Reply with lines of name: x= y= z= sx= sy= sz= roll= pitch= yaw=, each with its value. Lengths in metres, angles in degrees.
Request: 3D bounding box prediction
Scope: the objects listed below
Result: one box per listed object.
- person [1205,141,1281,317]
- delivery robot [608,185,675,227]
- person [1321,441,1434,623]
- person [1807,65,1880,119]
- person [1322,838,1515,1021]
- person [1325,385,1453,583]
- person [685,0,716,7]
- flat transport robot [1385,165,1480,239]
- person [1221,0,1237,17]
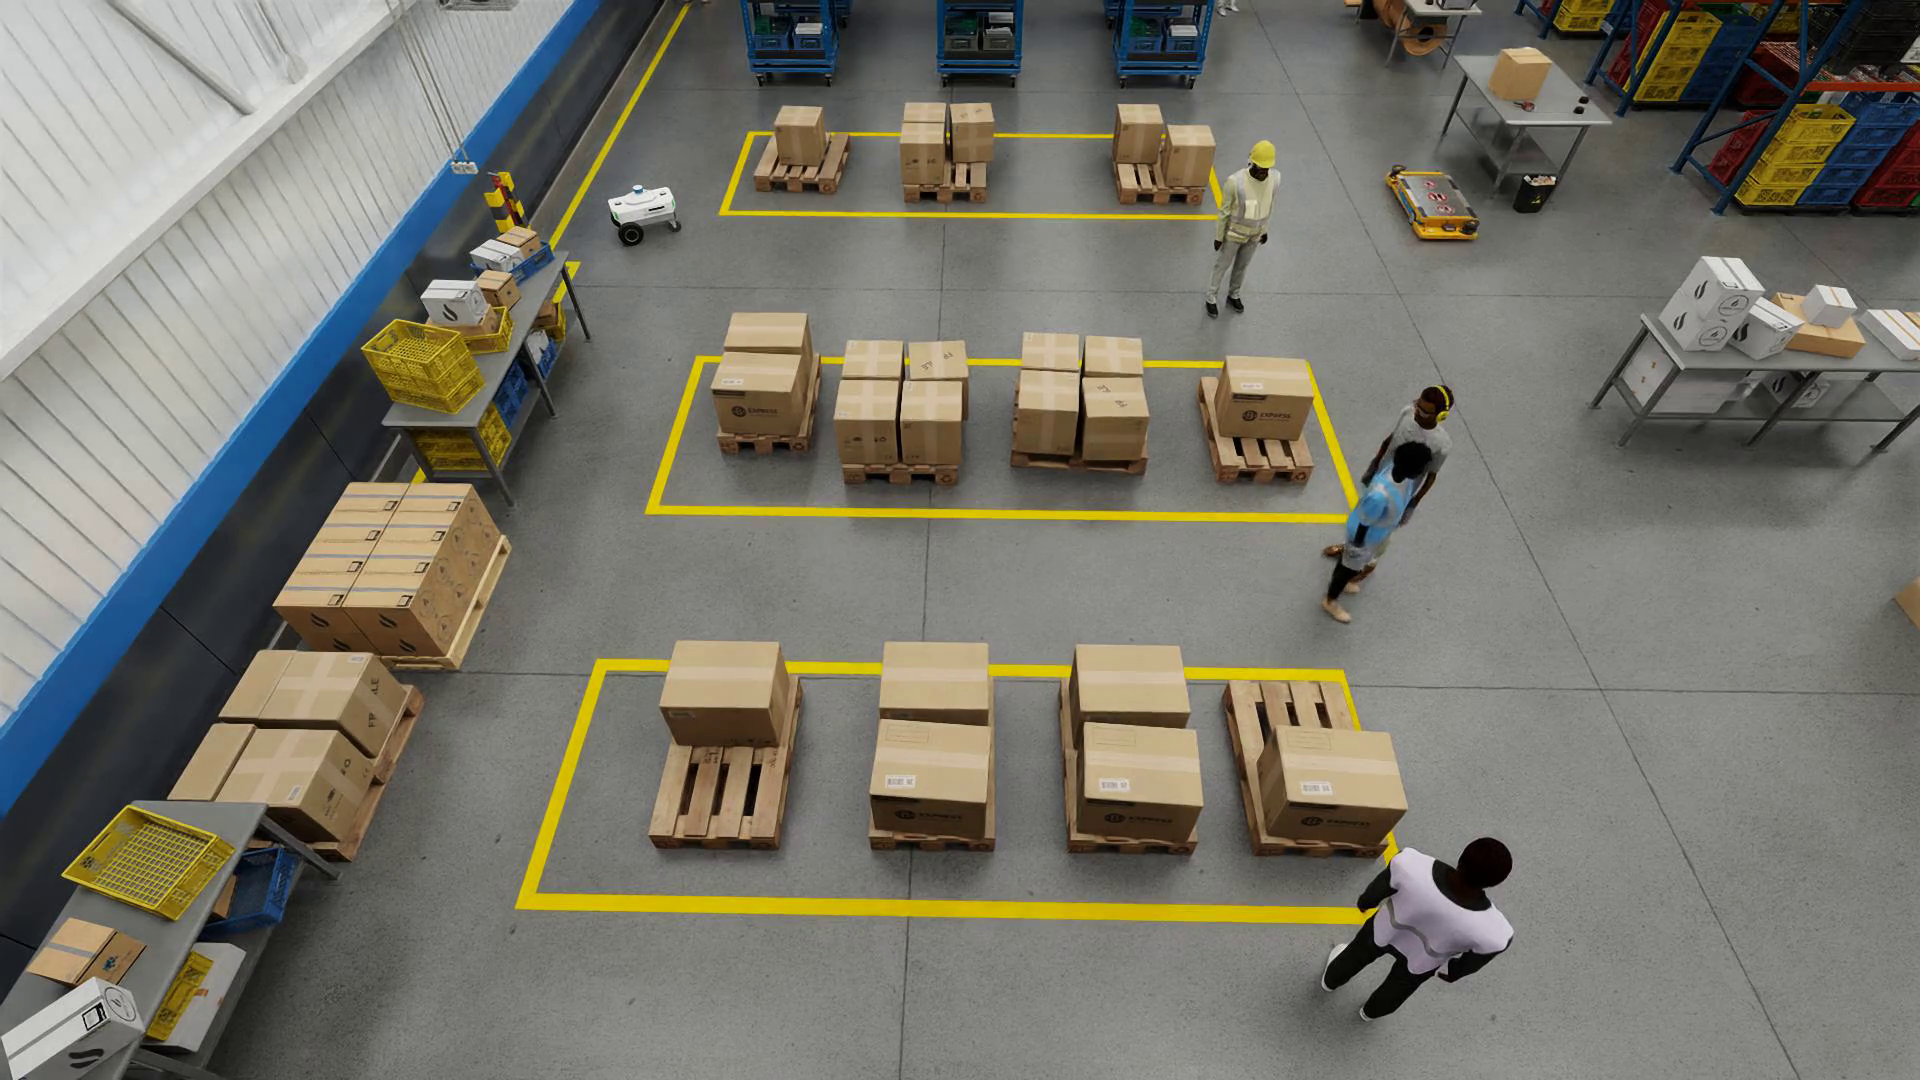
person: x=2.835 y=-3.088 z=9.162 sx=0.603 sy=1.830 sz=0.404 roll=-13 pitch=50 yaw=-11
delivery robot: x=-3.668 y=-3.860 z=10.610 sx=0.707 sy=0.478 sz=0.477 roll=-20 pitch=52 yaw=-17
person: x=3.001 y=-0.085 z=6.658 sx=0.350 sy=1.687 sz=0.552 roll=34 pitch=57 yaw=26
person: x=11.920 y=-6.386 z=11.984 sx=0.354 sy=1.883 sz=0.573 roll=-21 pitch=52 yaw=-17
person: x=2.308 y=2.019 z=4.689 sx=0.392 sy=1.915 sz=0.590 roll=-37 pitch=58 yaw=-27
person: x=3.214 y=-0.394 z=6.810 sx=0.348 sy=1.873 sz=0.563 roll=-18 pitch=52 yaw=-15
person: x=-4.392 y=-9.804 z=14.885 sx=0.633 sy=1.981 sz=0.436 roll=10 pitch=50 yaw=9
flat transport robot: x=5.692 y=-4.094 z=11.059 sx=0.652 sy=0.197 sz=1.431 roll=1 pitch=49 yaw=1
person: x=4.493 y=-9.336 z=14.715 sx=0.531 sy=1.629 sz=0.483 roll=-21 pitch=52 yaw=-17
